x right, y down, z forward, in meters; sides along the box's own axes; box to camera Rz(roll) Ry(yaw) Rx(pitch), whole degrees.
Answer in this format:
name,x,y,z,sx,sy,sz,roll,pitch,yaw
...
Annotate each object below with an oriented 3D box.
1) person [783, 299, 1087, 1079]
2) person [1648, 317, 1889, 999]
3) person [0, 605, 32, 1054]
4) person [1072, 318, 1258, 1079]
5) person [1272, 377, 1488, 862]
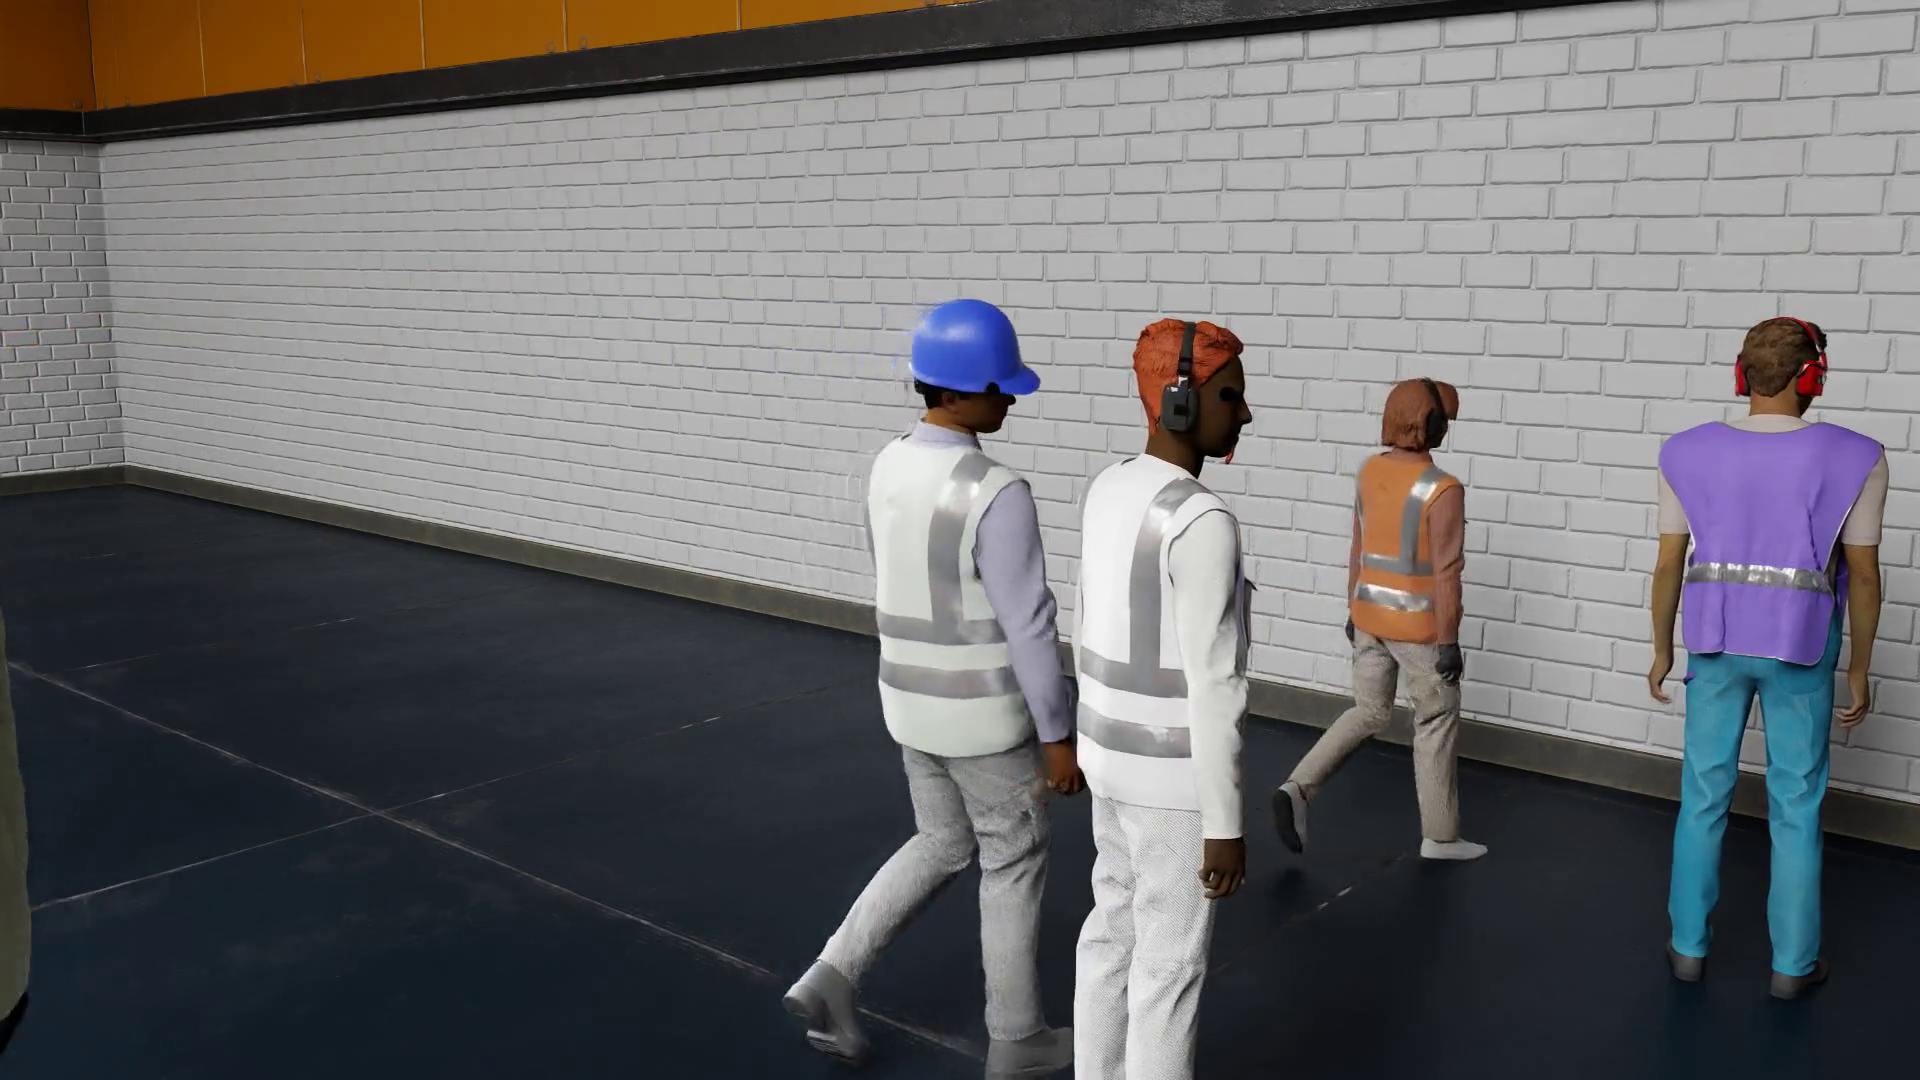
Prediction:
name,x,y,z,sx,sy,sz,roll,pitch,yaw
person,-0.018,0.397,3.903,0.696,1.912,0.631,-6,12,-33
person,2.155,0.326,4.501,0.563,1.838,0.391,6,12,32
person,-1.494,0.640,2.339,0.645,1.967,0.656,1,10,6
person,0.416,0.492,3.429,0.337,1.881,0.583,-3,11,-19
person,1.402,0.283,5.389,0.701,1.620,0.531,-4,11,-23
